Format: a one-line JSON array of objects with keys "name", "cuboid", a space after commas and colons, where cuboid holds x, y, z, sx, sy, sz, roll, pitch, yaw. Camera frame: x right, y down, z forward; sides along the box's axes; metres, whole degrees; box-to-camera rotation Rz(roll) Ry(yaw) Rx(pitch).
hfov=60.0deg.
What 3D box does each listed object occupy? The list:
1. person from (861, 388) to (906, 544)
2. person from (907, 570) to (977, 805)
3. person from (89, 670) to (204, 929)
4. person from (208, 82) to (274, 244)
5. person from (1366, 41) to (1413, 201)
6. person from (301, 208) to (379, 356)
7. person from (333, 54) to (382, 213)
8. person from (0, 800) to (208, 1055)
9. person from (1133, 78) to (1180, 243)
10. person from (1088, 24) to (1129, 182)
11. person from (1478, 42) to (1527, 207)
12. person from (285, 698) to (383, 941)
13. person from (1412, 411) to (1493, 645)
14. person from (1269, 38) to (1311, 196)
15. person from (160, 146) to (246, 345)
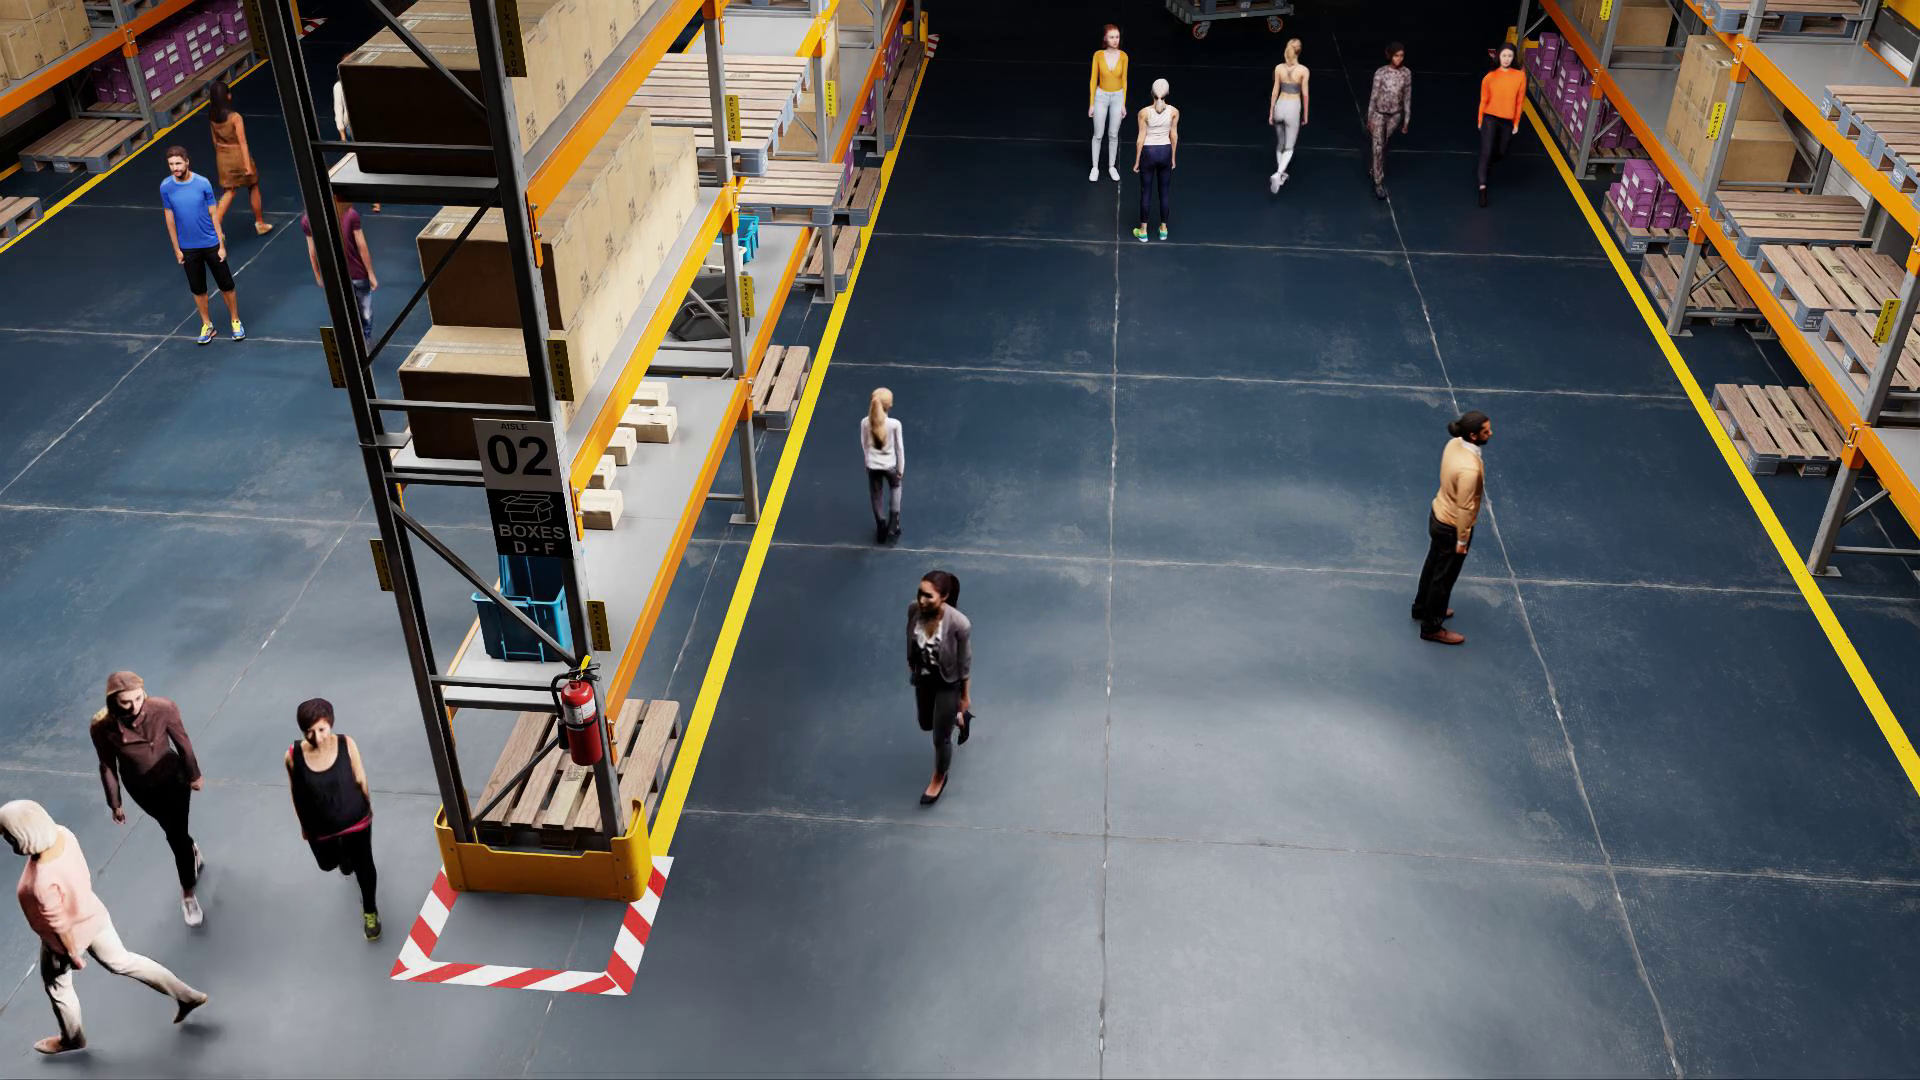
[{"name": "person", "cuboid": [-0.599, -0.528, 12.507, 0.477, 1.268, 0.498, 4, 34, 6]}, {"name": "person", "cuboid": [-0.057, 0.834, 10.103, 0.874, 1.661, 0.986, 23, 40, 31]}, {"name": "person", "cuboid": [-4.513, 1.321, 9.369, 0.797, 1.663, 0.956, -7, 34, -11]}, {"name": "person", "cuboid": [-7.523, -3.836, 17.127, 0.729, 1.662, 1.078, 11, 35, 15]}, {"name": "person", "cuboid": [4.686, -4.648, 18.347, 0.630, 1.665, 1.172, 0, 34, 1]}, {"name": "person", "cuboid": [-5.460, -2.367, 14.785, 1.020, 1.808, 1.269, -12, 35, -17]}, {"name": "person", "cuboid": [-6.499, -4.467, 18.100, 0.858, 1.636, 1.167, -7, 34, -11]}, {"name": "person", "cuboid": [-4.391, 1.941, 8.409, 0.806, 1.694, 1.084, -3, 34, -5]}, {"name": "person", "cuboid": [2.032, -3.941, 17.249, 0.655, 1.702, 0.612, -5, 34, -8]}, {"name": "person", "cuboid": [1.662, -4.902, 18.653, 0.627, 1.750, 0.617, -2, 34, -3]}, {"name": "person", "cuboid": [5.879, -4.577, 18.183, 0.609, 1.729, 1.002, 4, 34, 6]}, {"name": "person", "cuboid": [-3.471, 1.482, 9.239, 0.755, 1.537, 0.952, -11, 35, -16]}, {"name": "person", "cuboid": [3.390, -0.114, 11.447, 0.726, 1.753, 0.512, 1, 34, 1]}, {"name": "person", "cuboid": [3.577, -4.641, 18.321, 0.822, 1.682, 1.113, 15, 36, 21]}, {"name": "person", "cuboid": [-6.973, -2.726, 15.270, 0.677, 1.869, 0.667, -8, 34, -11]}]
